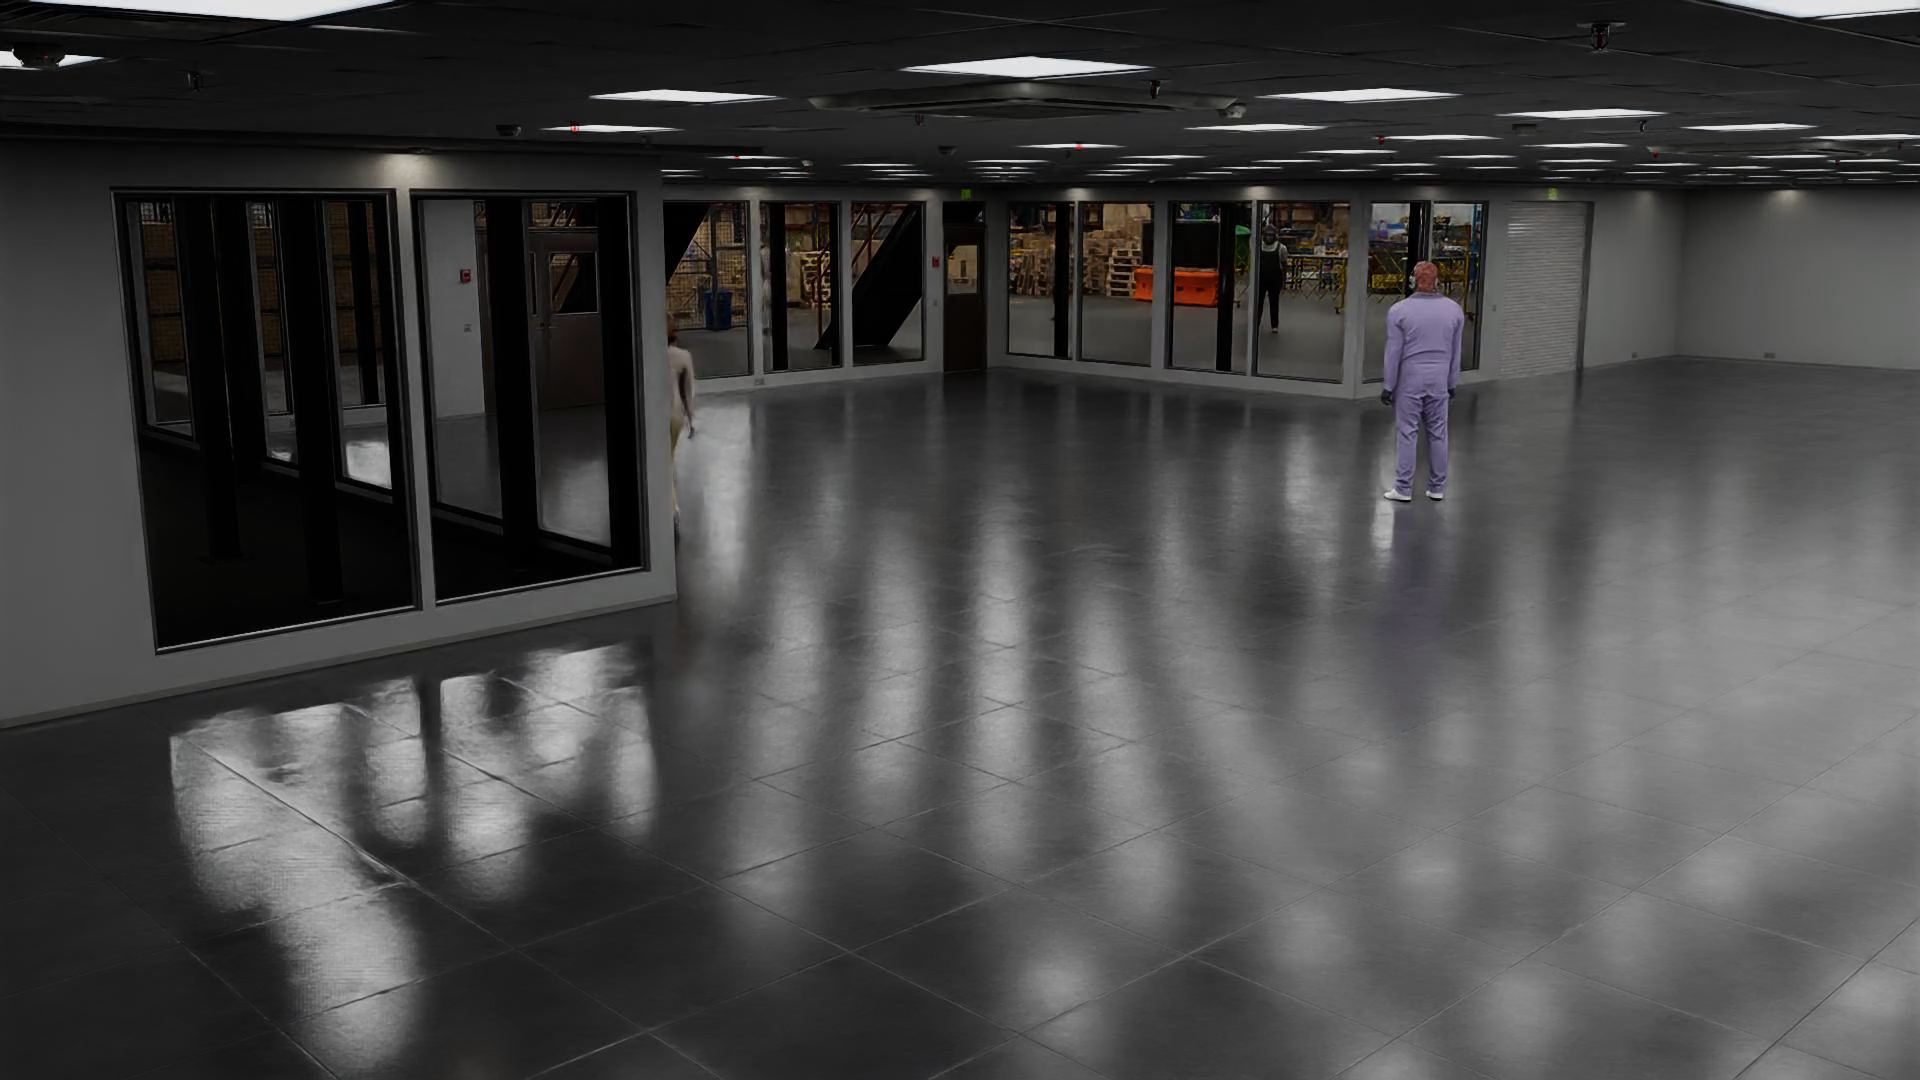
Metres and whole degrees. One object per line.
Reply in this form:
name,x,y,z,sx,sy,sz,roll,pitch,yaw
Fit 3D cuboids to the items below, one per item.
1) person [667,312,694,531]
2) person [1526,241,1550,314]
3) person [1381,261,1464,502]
person,-2.165,-0.878,12.119,0.507,1.602,0.770,-6,13,-29
person,9.946,-4.265,28.389,0.851,1.897,0.587,7,13,30
person,3.649,-1.250,13.227,0.643,1.910,0.400,-2,11,-9
